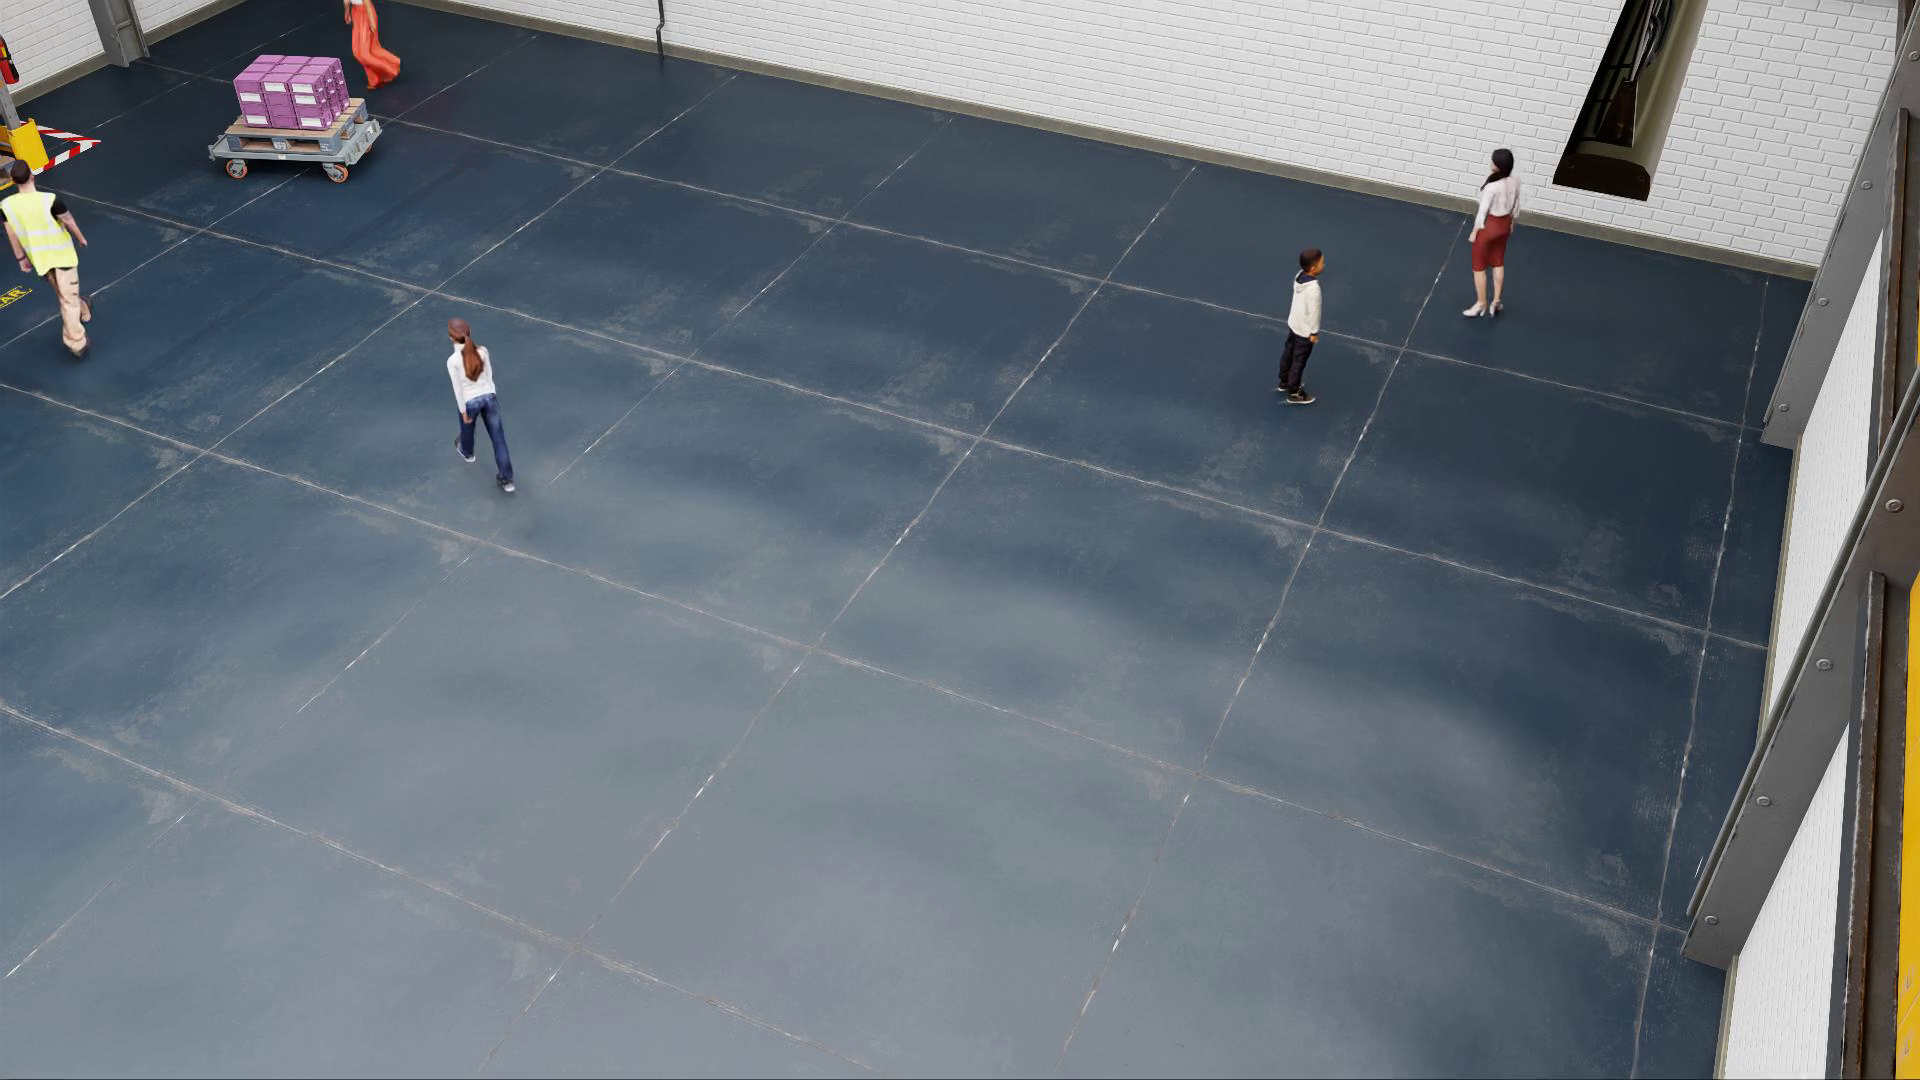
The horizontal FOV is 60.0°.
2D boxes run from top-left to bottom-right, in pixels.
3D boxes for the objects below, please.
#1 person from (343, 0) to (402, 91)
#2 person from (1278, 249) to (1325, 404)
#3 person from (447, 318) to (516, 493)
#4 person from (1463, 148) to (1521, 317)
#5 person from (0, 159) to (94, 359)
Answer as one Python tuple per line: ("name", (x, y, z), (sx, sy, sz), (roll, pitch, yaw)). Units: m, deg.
("person", (-6.981, -6.223, 19.721), (0.926, 1.785, 0.848), (-25, 45, -28))
("person", (2.991, -1.886, 14.554), (0.720, 1.455, 0.632), (-7, 39, -9))
("person", (-3.864, -1.062, 13.477), (1.022, 1.512, 0.947), (-21, 43, -24))
("person", (5.009, -2.863, 15.556), (0.703, 1.733, 0.830), (-13, 41, -16))
("person", (-8.215, -2.502, 15.058), (1.078, 1.790, 1.284), (-4, 39, -5))
